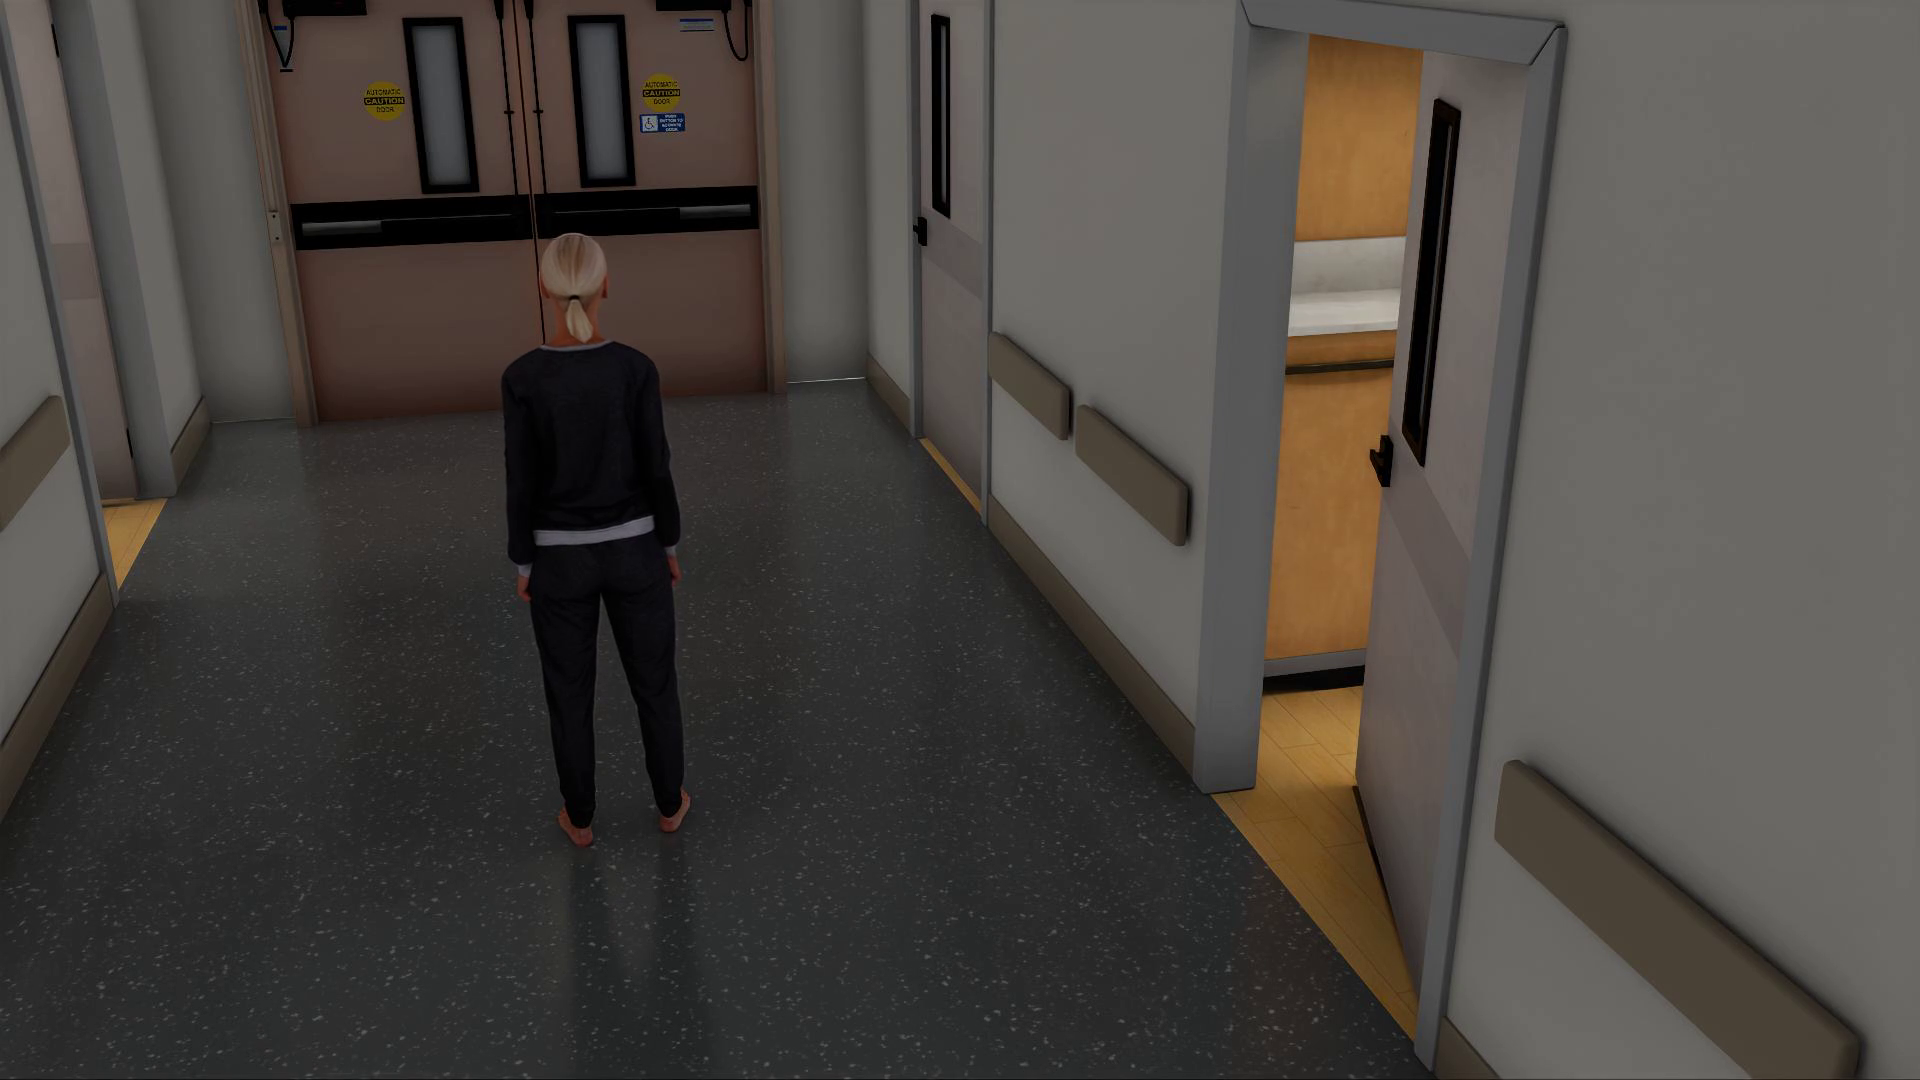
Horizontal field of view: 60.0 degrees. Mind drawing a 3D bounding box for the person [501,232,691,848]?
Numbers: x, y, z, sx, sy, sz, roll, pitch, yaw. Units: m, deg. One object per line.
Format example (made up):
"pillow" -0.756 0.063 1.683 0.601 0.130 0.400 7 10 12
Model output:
"person" -0.996 0.018 4.551 0.606 1.726 0.496 -6 21 -14
